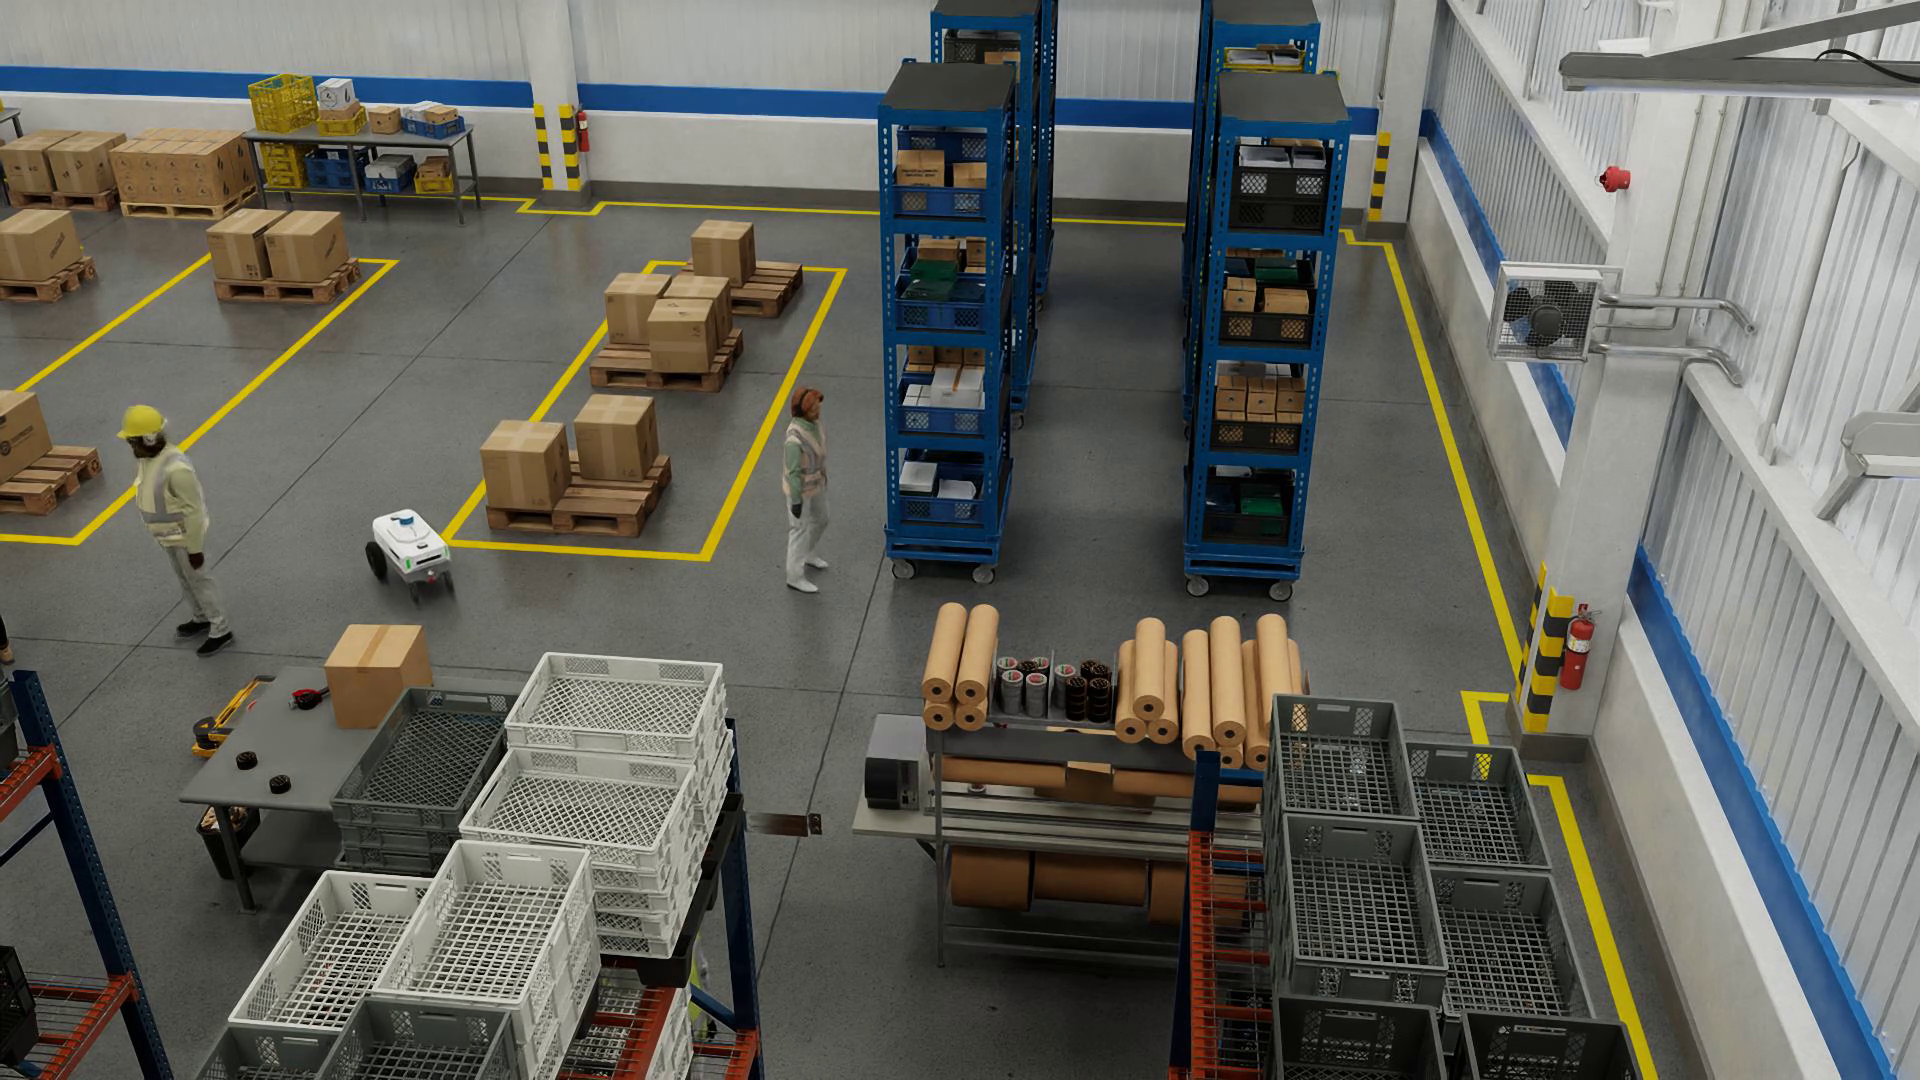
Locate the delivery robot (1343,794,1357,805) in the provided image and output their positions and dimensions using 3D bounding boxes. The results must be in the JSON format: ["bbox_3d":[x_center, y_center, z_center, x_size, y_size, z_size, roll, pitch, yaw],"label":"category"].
[{"bbox_3d":[2.337,1.631,9.474,0.477,0.478,0.707,-6,31,-10],"label":"delivery robot"}]

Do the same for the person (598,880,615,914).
[{"bbox_3d":[-1.724,1.879,7.778,0.628,1.935,0.373,-7,31,-12],"label":"person"}]

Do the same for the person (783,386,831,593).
[{"bbox_3d":[-1.102,-0.373,11.946,0.336,1.627,0.530,8,31,14],"label":"person"}]

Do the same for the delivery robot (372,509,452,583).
[{"bbox_3d":[-4.035,0.028,12.227,0.477,0.478,0.707,-21,36,-32],"label":"delivery robot"}]

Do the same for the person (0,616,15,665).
[{"bbox_3d":[-6.666,0.166,10.952,0.315,1.696,0.540,12,32,20],"label":"person"}]

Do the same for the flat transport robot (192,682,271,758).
[{"bbox_3d":[-4.089,1.163,10.648,1.431,0.197,0.652,3,30,6],"label":"flat transport robot"}]

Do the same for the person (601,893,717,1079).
[{"bbox_3d":[-1.314,2.226,7.286,0.429,1.837,0.629,20,36,31],"label":"person"}]

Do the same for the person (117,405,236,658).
[{"bbox_3d":[-5.285,-0.066,11.238,0.403,1.818,0.633,-25,38,-36],"label":"person"}]
